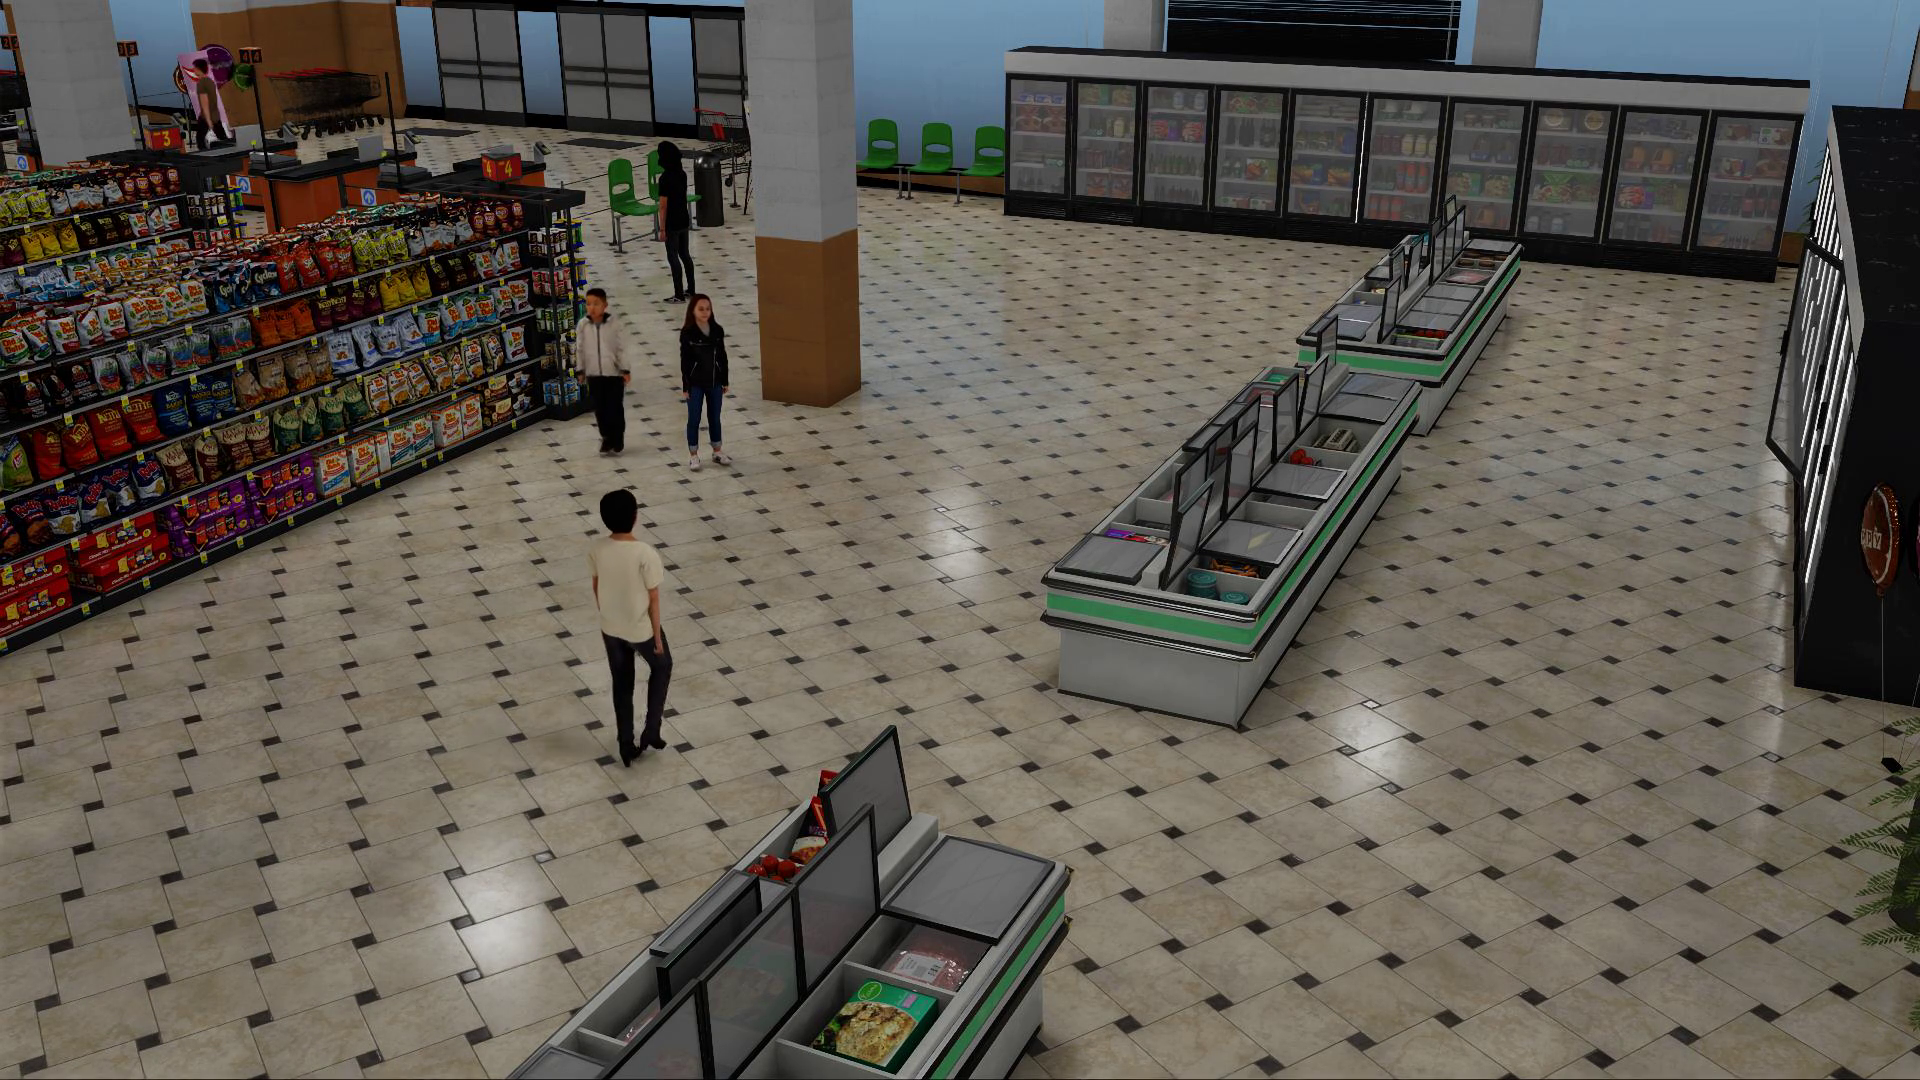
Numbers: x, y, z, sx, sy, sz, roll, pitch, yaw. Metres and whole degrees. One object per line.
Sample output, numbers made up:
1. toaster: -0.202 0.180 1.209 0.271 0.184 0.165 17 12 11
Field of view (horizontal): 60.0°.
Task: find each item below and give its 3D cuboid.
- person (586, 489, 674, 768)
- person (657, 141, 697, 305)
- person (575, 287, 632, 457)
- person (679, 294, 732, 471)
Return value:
1. person: -1.812 0.519 9.021 0.648 1.574 0.640 5 23 13
2. person: -3.248 -3.541 19.075 0.670 1.613 0.456 10 24 23
3. person: -2.984 -1.437 14.064 0.663 1.444 0.627 1 22 2
4. person: -2.116 -1.316 13.715 0.602 1.481 0.688 -11 24 -26
